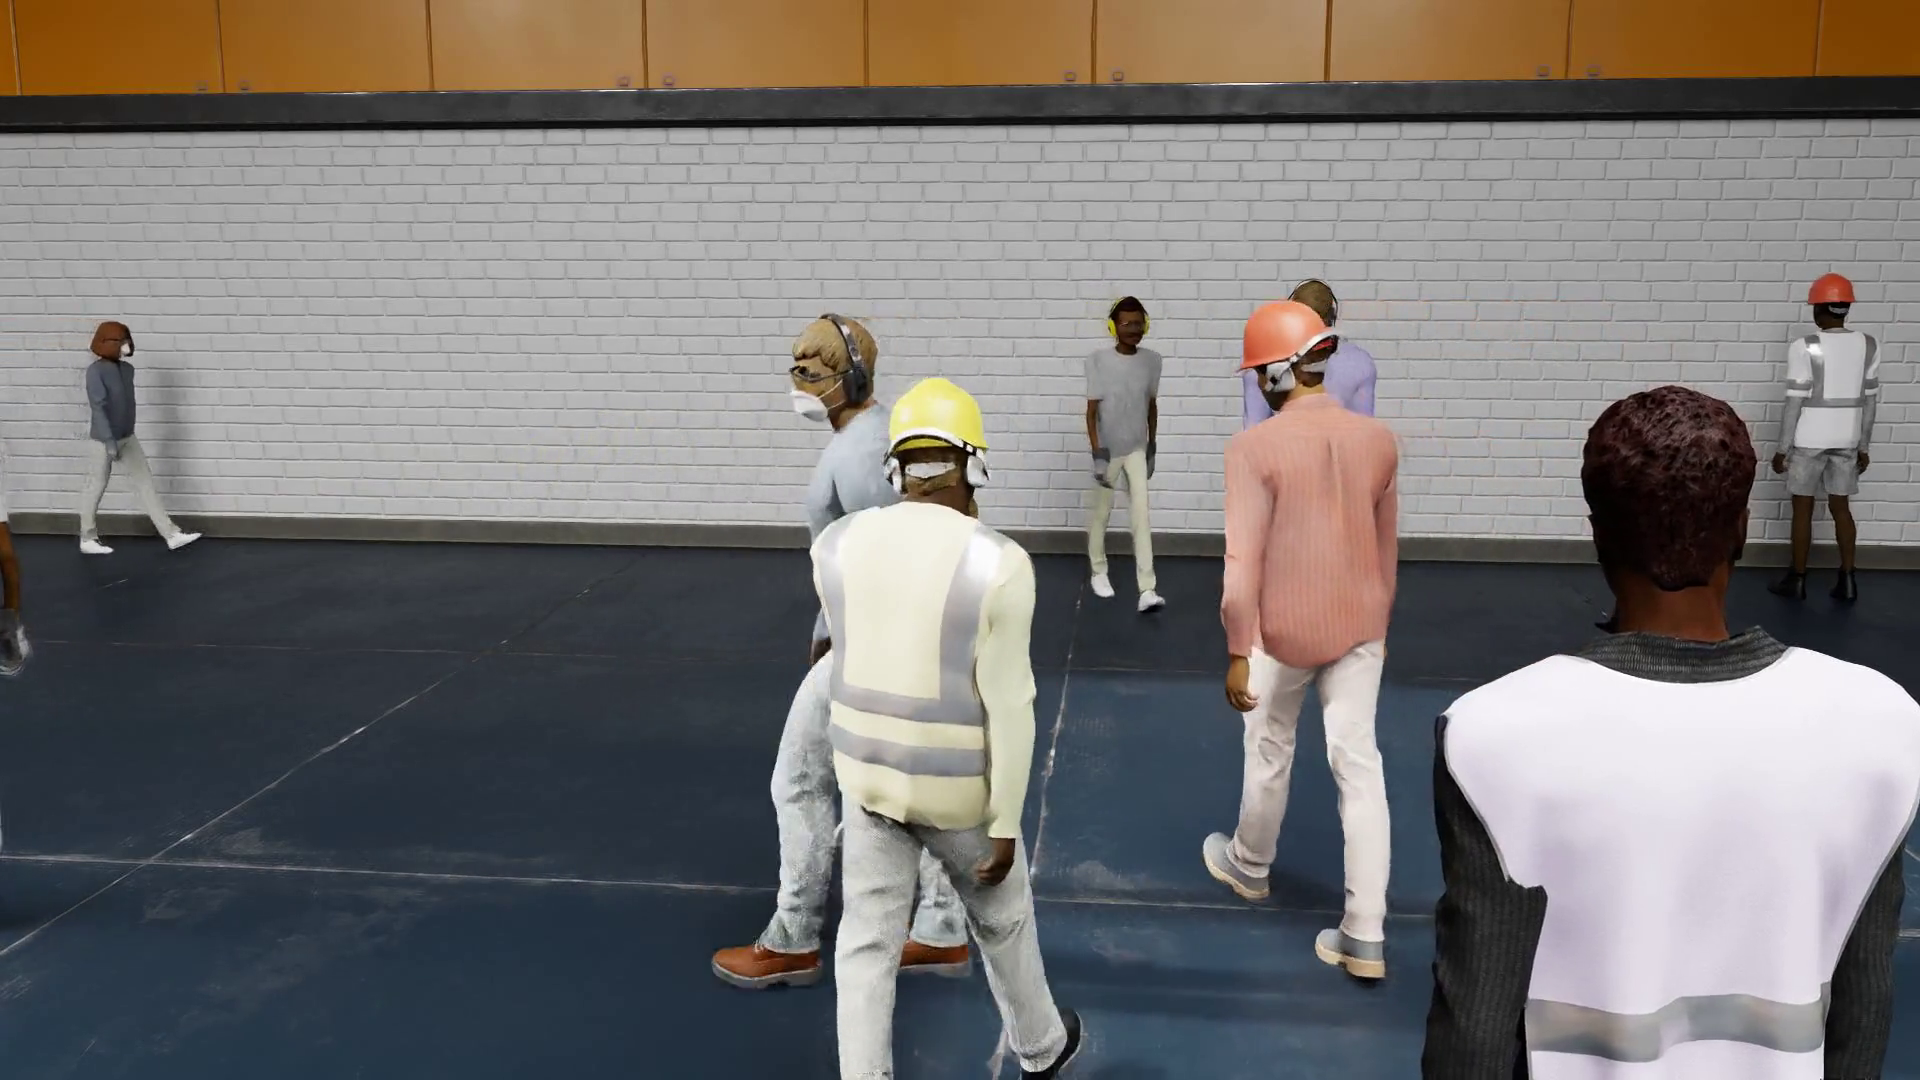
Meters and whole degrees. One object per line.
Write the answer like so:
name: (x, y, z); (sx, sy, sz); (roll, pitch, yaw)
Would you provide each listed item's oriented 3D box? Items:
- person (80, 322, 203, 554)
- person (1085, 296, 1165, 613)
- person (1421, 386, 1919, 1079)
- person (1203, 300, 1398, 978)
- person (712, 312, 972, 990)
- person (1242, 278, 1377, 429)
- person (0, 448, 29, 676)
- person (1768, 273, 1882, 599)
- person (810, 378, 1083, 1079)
person: (-5.666, -0.680, 11.289); (0.866, 1.582, 0.517); (1, 10, 8)
person: (0.949, -0.498, 9.636); (0.484, 1.801, 1.007); (-2, 10, -13)
person: (0.838, 0.776, 2.035); (0.587, 1.915, 0.397); (-1, 10, -5)
person: (1.034, 0.264, 4.951); (0.645, 1.929, 1.014); (-3, 10, -19)
person: (-0.359, 0.326, 4.630); (0.866, 1.895, 0.660); (1, 10, 6)
person: (1.649, -0.265, 7.921); (0.627, 1.941, 0.371); (2, 10, 10)
person: (-3.172, 0.275, 5.083); (0.572, 1.846, 0.622); (-9, 13, -42)
person: (5.107, -0.597, 9.831); (0.578, 1.932, 0.460); (-1, 10, -4)
person: (-0.014, 0.522, 3.880); (0.580, 1.781, 0.869); (5, 11, 28)
